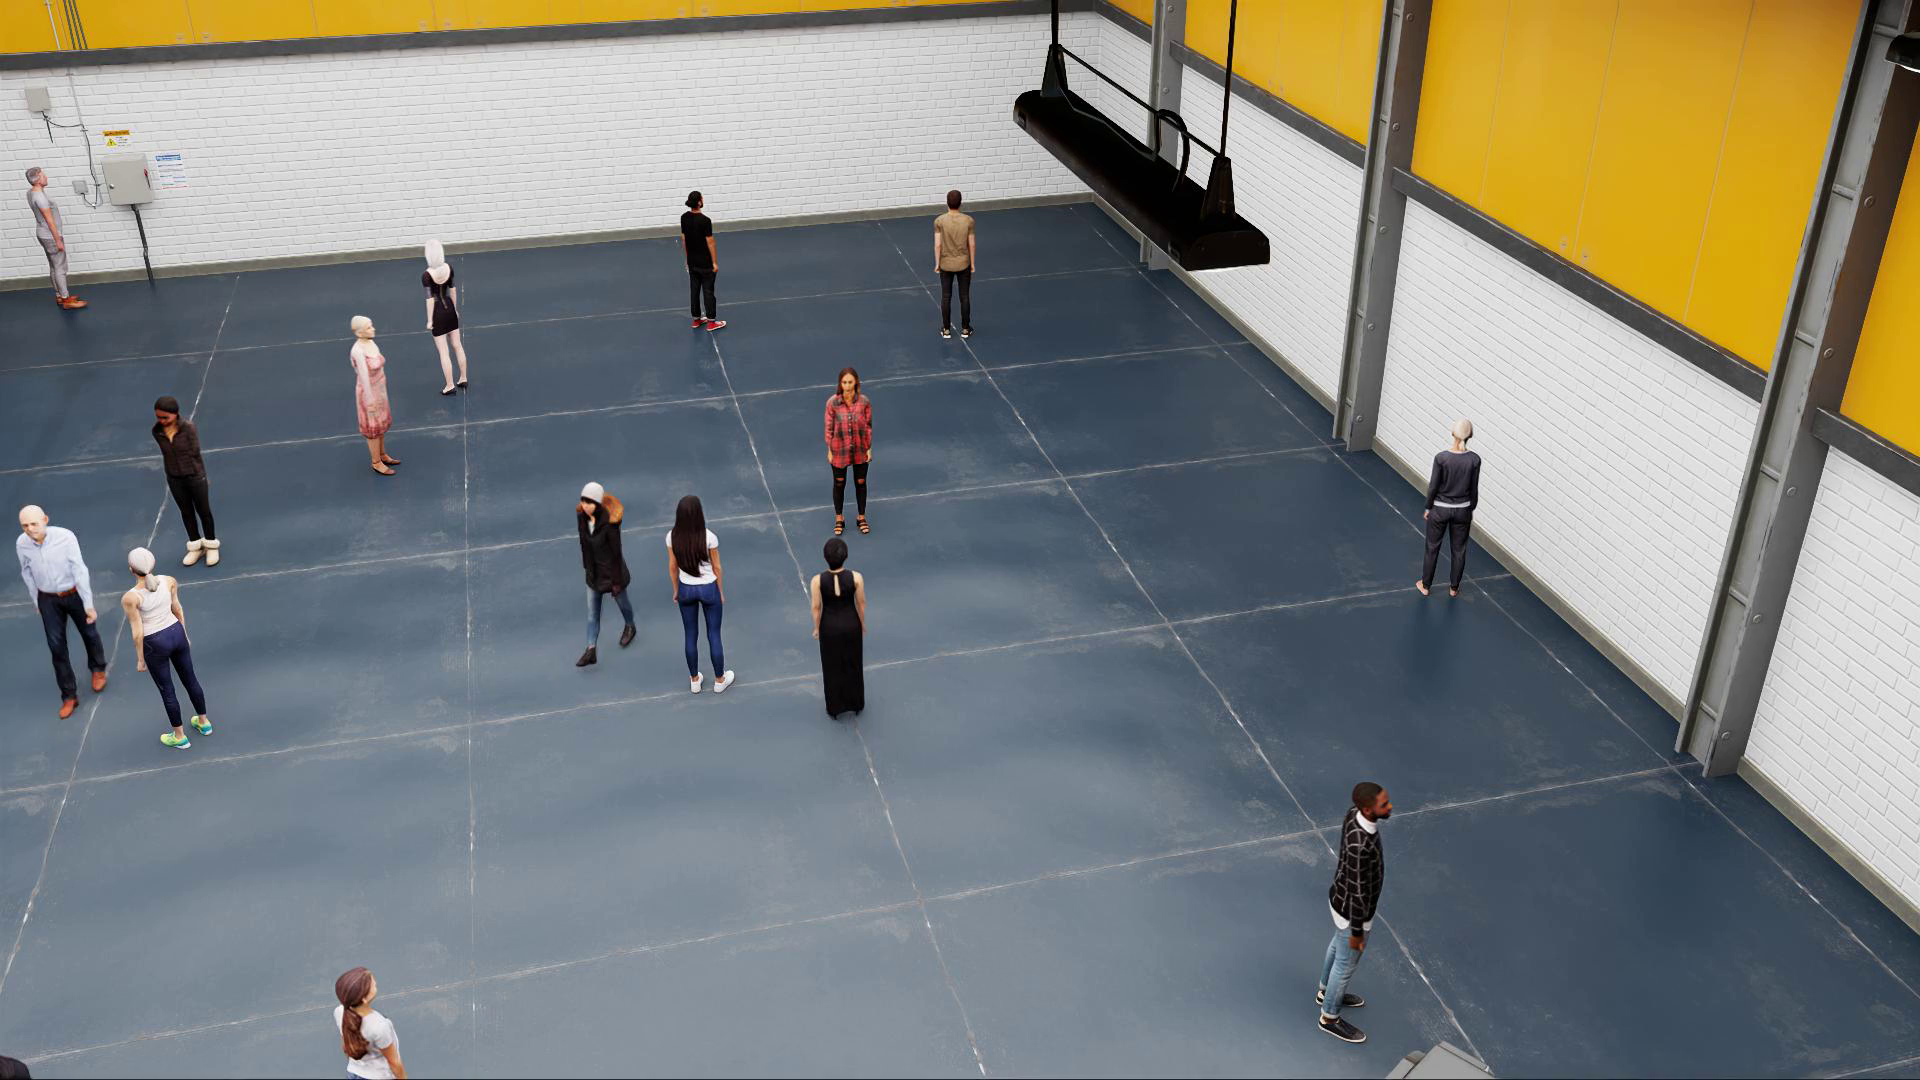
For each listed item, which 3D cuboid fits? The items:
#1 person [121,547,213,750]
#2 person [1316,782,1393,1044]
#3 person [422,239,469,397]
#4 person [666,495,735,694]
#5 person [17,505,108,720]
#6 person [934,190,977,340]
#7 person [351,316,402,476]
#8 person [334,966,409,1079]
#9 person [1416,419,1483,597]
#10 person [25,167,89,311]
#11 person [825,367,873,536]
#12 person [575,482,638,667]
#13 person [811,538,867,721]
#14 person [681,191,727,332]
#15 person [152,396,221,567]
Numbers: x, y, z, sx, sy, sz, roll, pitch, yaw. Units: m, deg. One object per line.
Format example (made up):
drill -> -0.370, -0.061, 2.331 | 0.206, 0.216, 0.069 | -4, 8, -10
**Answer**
person -> -6.126, 0.821, 12.820 | 0.729, 1.702, 0.676 | 17, 33, 28
person -> 2.384, 2.218, 10.135 | 0.801, 1.821, 0.665 | 6, 29, 11
person -> -5.842, -2.526, 18.823 | 0.698, 1.830, 0.647 | 17, 33, 28
person -> -2.113, 0.444, 13.437 | 0.663, 1.774, 0.658 | 5, 29, 9
person -> -7.202, 0.459, 13.428 | 0.681, 1.756, 0.982 | -10, 30, -17
person -> -0.062, -3.382, 20.368 | 0.715, 1.852, 0.656 | 0, 29, -1
person -> -6.050, -1.501, 17.090 | 0.704, 1.690, 0.587 | -1, 29, -1
person -> -3.180, 2.944, 9.075 | 0.624, 1.563, 0.675 | 13, 31, 23
person -> 4.381, -0.293, 14.837 | 0.668, 1.726, 0.638 | 3, 29, 5
person -> -11.649, -3.874, 21.293 | 0.833, 1.831, 0.679 | -24, 36, -36
person -> -1.055, -0.857, 15.896 | 0.630, 1.703, 0.579 | -4, 29, -7
person -> -2.938, 0.240, 13.997 | 0.984, 1.596, 1.115 | 11, 30, 19
person -> -0.949, 0.708, 13.132 | 0.591, 1.603, 0.530 | -5, 29, -8
person -> -3.217, -3.469, 20.627 | 0.726, 1.758, 0.785 | 15, 32, 26
person -> -7.185, -0.590, 15.452 | 0.665, 1.659, 0.609 | -7, 29, -13
